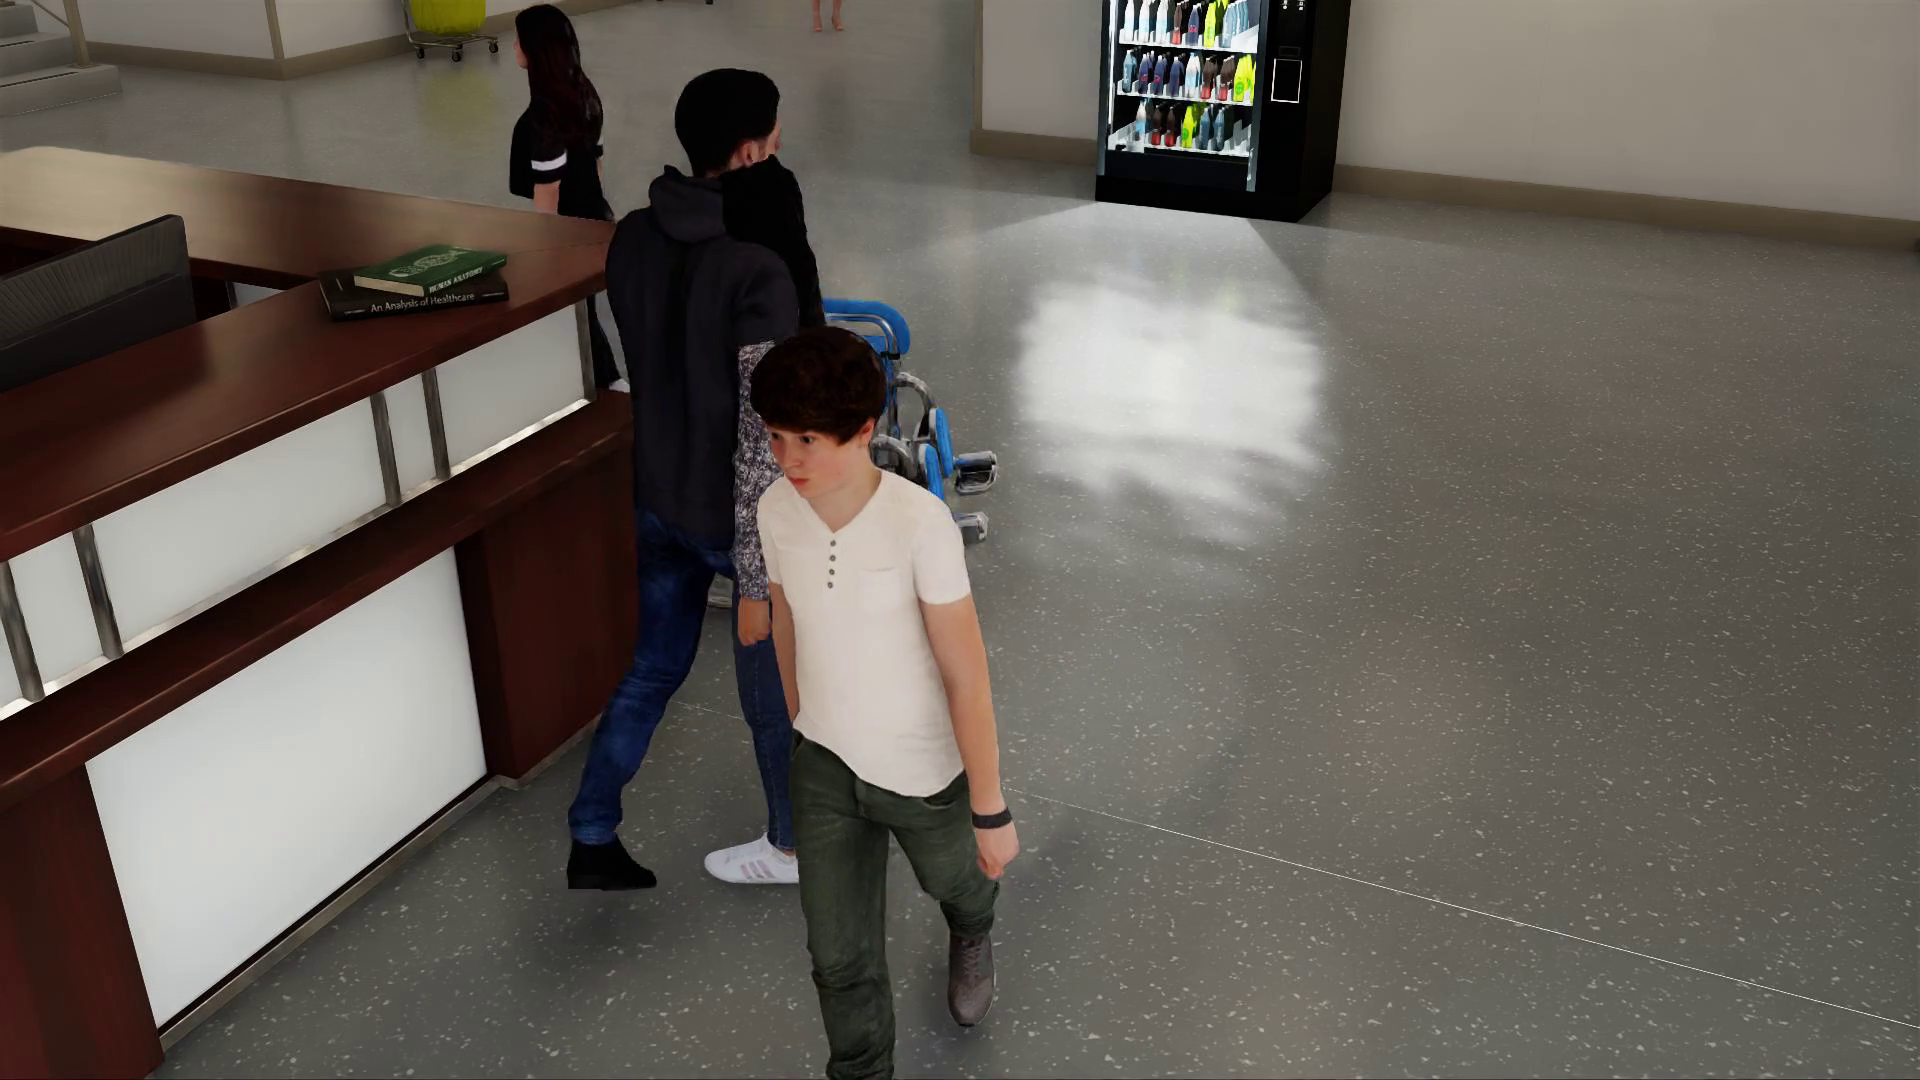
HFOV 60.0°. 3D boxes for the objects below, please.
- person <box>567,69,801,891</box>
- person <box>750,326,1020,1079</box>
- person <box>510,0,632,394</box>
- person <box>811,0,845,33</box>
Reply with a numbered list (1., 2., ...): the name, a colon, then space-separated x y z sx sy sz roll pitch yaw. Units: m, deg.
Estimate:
1. person: -0.612 -0.040 3.643 1.147 1.844 0.901 17 30 31
2. person: -0.101 0.382 3.033 1.062 1.613 0.721 9 27 18
3. person: -1.358 -1.129 6.143 0.698 1.633 0.685 4 26 8
4. person: -1.211 -5.518 15.183 0.616 1.687 0.674 -9 27 -18
